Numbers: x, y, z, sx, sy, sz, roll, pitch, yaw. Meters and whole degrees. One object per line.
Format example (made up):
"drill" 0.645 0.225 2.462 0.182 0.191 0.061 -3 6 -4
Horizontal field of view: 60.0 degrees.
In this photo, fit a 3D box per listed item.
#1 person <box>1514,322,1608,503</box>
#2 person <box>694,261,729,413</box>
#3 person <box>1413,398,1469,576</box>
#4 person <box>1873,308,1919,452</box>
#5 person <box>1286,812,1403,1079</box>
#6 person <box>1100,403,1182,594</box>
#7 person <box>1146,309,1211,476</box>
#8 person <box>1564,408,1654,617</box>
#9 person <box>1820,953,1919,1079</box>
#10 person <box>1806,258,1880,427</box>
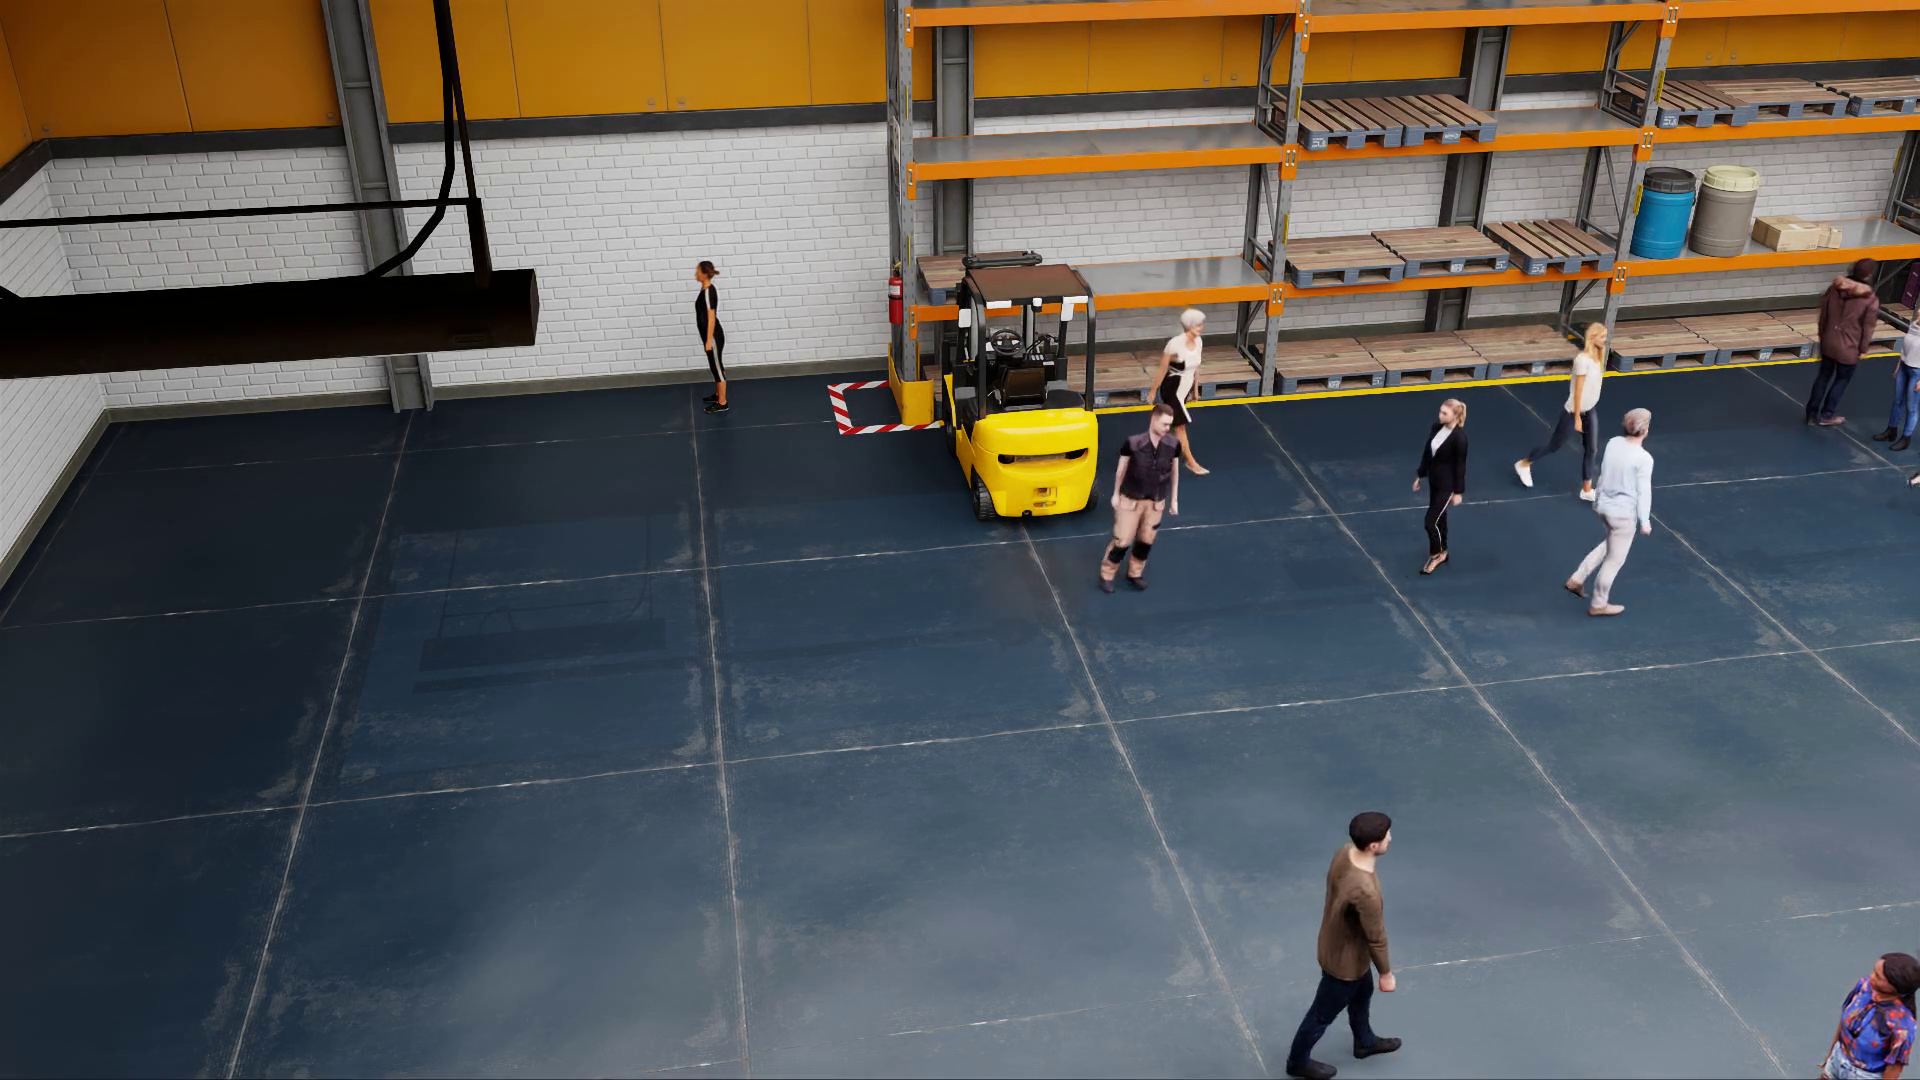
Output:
"person" 5.826 -1.228 15.937 1.179 1.773 1.066 -22 35 -34
"person" -2.657 -2.198 17.823 0.502 1.668 0.576 -4 29 -7
"person" 4.324 -0.477 14.647 0.631 1.690 0.653 -8 30 -14
"person" 9.730 -1.702 16.954 0.499 1.632 0.597 -4 29 -7
"person" 2.078 2.322 9.340 0.991 1.857 0.767 1 29 2
"person" 1.538 -0.377 14.352 0.562 1.796 0.835 2 29 3
"person" 2.054 -1.460 16.451 1.136 1.687 1.118 -21 35 -33
"person" 5.432 -0.202 13.951 0.726 1.873 0.678 -5 29 -8
"person" 4.644 2.792 8.594 0.507 1.746 0.584 -4 29 -7
"person" 9.190 -2.038 17.358 0.835 1.833 0.864 -17 33 -29
